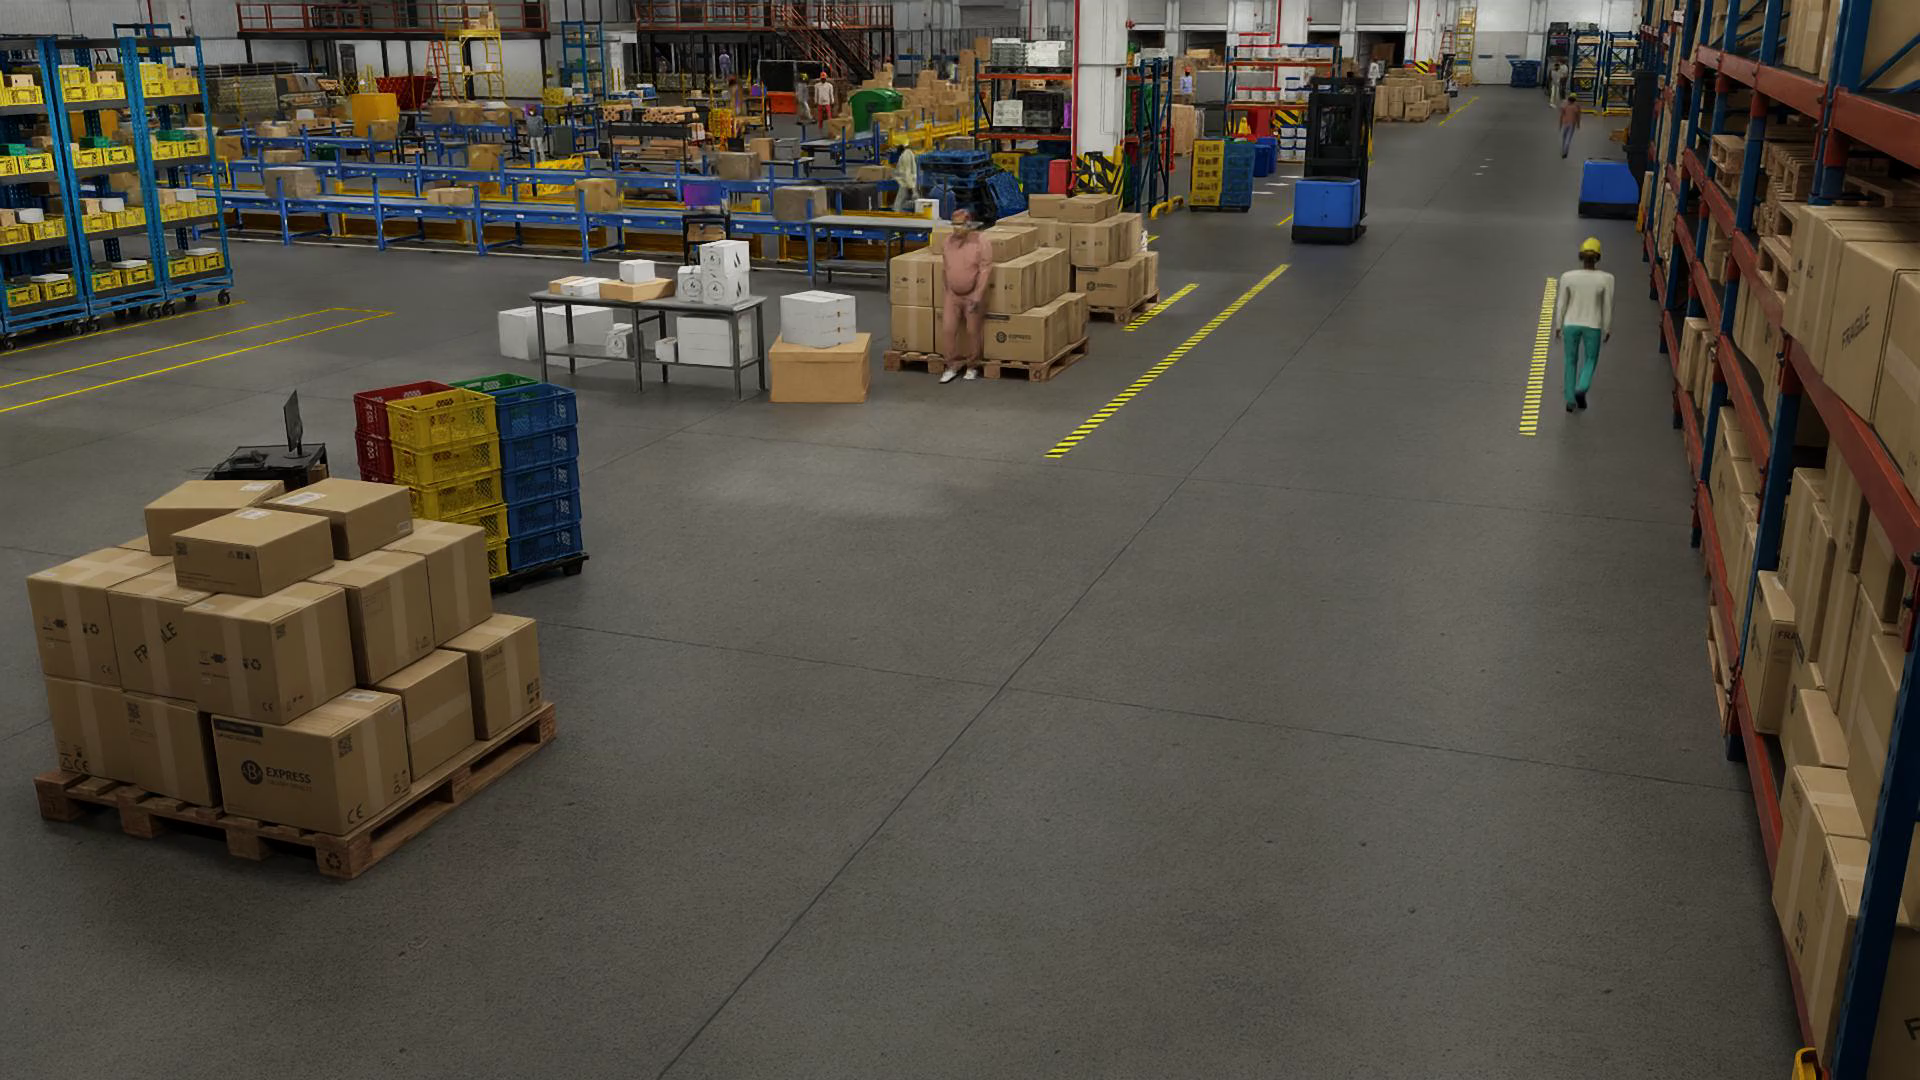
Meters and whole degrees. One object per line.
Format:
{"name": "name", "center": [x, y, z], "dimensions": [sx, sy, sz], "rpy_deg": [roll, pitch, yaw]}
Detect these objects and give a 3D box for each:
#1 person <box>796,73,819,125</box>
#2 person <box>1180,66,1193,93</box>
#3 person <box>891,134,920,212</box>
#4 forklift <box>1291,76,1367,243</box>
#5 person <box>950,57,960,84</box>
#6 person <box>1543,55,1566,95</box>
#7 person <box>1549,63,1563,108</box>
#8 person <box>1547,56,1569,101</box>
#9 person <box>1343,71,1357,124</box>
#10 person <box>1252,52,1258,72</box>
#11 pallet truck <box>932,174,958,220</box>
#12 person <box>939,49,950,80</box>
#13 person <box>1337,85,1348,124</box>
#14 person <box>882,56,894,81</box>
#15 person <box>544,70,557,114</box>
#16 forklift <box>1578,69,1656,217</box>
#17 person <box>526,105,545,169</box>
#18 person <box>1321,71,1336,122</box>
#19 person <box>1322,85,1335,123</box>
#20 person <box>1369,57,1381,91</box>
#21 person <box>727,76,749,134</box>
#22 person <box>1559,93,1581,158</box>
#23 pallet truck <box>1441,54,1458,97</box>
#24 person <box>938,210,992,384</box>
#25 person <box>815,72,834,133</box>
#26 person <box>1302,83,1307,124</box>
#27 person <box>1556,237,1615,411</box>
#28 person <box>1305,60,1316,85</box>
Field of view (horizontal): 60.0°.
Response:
{"name": "person", "center": [-5.448, -15.618, 58.995], "dimensions": [0.915, 1.785, 0.628], "rpy_deg": [1, 18, 2]}
{"name": "person", "center": [8.461, -16.684, 62.109], "dimensions": [0.550, 1.935, 0.376], "rpy_deg": [-10, 20, -28]}
{"name": "person", "center": [-1.023, -6.557, 30.576], "dimensions": [0.967, 1.762, 0.615], "rpy_deg": [3, 18, 9]}
{"name": "forklift", "center": [6.598, -6.755, 29.381], "dimensions": [1.129, 2.768, 1.873], "rpy_deg": [6, 19, 19]}
{"name": "person", "center": [-0.196, -20.788, 75.037], "dimensions": [0.452, 1.907, 0.603], "rpy_deg": [-7, 19, -21]}
{"name": "person", "center": [28.843, -22.444, 80.295], "dimensions": [1.021, 1.898, 0.637], "rpy_deg": [4, 18, 13]}
{"name": "person", "center": [24.972, -19.031, 69.676], "dimensions": [0.540, 1.818, 0.984], "rpy_deg": [7, 19, 21]}
{"name": "person", "center": [26.915, -20.715, 74.608], "dimensions": [0.918, 2.000, 0.702], "rpy_deg": [-6, 19, -17]}
{"name": "person", "center": [13.508, -15.245, 57.586], "dimensions": [0.607, 1.940, 0.860], "rpy_deg": [-13, 22, -35]}
{"name": "person", "center": [15.811, -25.268, 89.216], "dimensions": [0.392, 1.851, 0.558], "rpy_deg": [14, 23, 38]}
{"name": "pallet truck", "center": [-0.507, -5.292, 27.348], "dimensions": [0.653, 1.274, 1.630], "rpy_deg": [6, 19, 19]}
{"name": "person", "center": [-0.878, -27.520, 96.404], "dimensions": [0.986, 1.795, 0.531], "rpy_deg": [-3, 18, -10]}
{"name": "person", "center": [12.749, -14.494, 55.664], "dimensions": [0.552, 1.668, 0.592], "rpy_deg": [0, 18, 0]}
{"name": "person", "center": [-3.341, -21.398, 76.949], "dimensions": [0.568, 1.922, 0.411], "rpy_deg": [-6, 19, -19]}
{"name": "person", "center": [-15.916, -17.284, 64.350], "dimensions": [0.837, 1.702, 0.515], "rpy_deg": [6, 19, 19]}
{"name": "forklift", "center": [13.219, -7.740, 32.475], "dimensions": [1.873, 2.768, 1.129], "rpy_deg": [6, 19, 18]}
{"name": "person", "center": [-10.826, -10.264, 42.447], "dimensions": [0.494, 1.624, 0.283], "rpy_deg": [5, 18, 15]}
{"name": "person", "center": [12.127, -14.509, 55.184], "dimensions": [1.051, 1.990, 0.630], "rpy_deg": [7, 19, 20]}
{"name": "person", "center": [11.721, -13.765, 53.012], "dimensions": [0.680, 1.889, 0.504], "rpy_deg": [-12, 21, -33]}
{"name": "person", "center": [19.475, -21.712, 78.050], "dimensions": [0.778, 1.851, 0.594], "rpy_deg": [-4, 18, -12]}
{"name": "person", "center": [-7.449, -14.301, 54.754], "dimensions": [1.015, 1.854, 0.638], "rpy_deg": [0, 18, 0]}
{"name": "person", "center": [16.963, -11.517, 46.208], "dimensions": [0.525, 1.729, 0.865], "rpy_deg": [13, 22, 36]}
{"name": "pallet truck", "center": [22.765, -21.886, 78.355], "dimensions": [0.823, 1.965, 1.885], "rpy_deg": [-4, 18, -14]}
{"name": "person", "center": [0.015, -2.631, 18.054], "dimensions": [0.633, 1.873, 0.742], "rpy_deg": [8, 19, 24]}
{"name": "person", "center": [-4.510, -14.518, 55.247], "dimensions": [0.630, 1.982, 0.428], "rpy_deg": [2, 18, 6]}
{"name": "person", "center": [11.489, -14.790, 56.186], "dimensions": [0.392, 1.920, 0.587], "rpy_deg": [-5, 18, -16]}
{"name": "person", "center": [6.287, -2.169, 16.786], "dimensions": [0.548, 1.751, 0.363], "rpy_deg": [8, 19, 24]}
{"name": "person", "center": [17.714, -23.649, 84.136], "dimensions": [0.860, 1.858, 0.584], "rpy_deg": [-14, 22, -37]}
